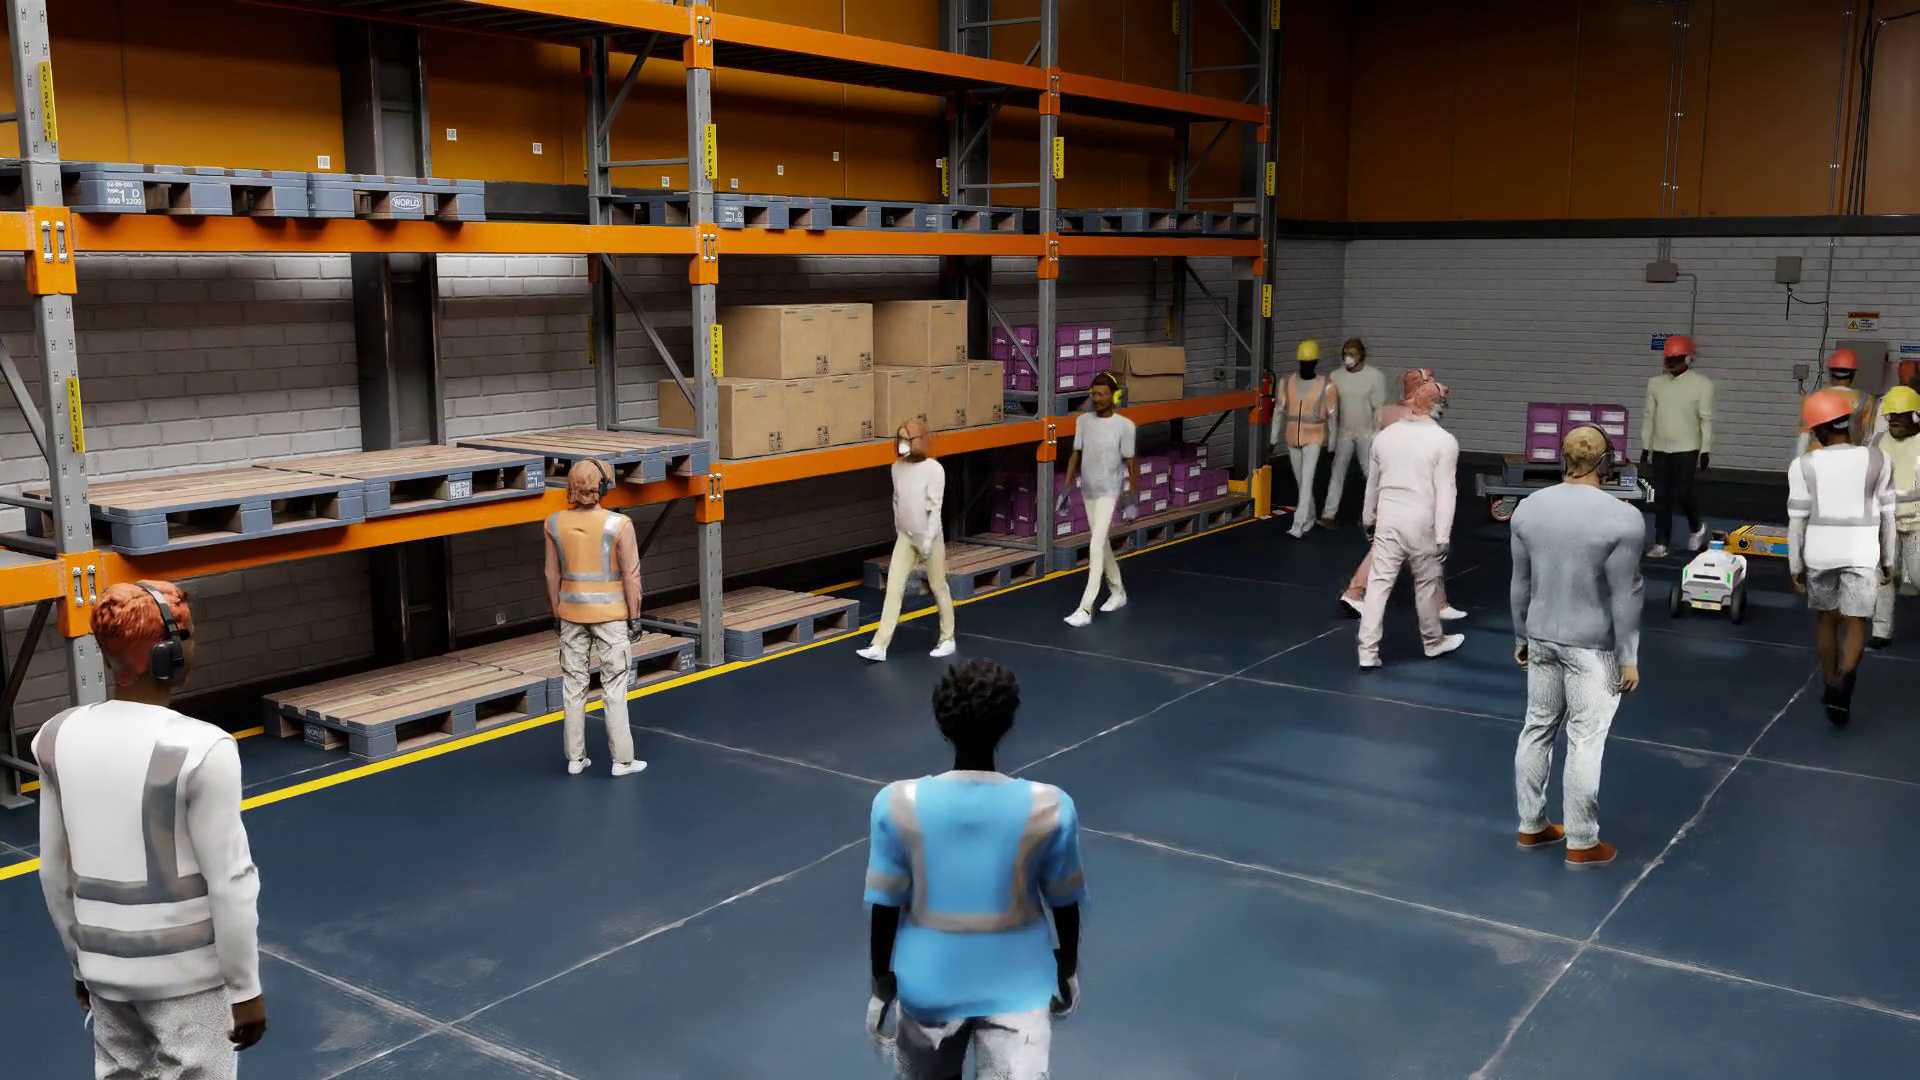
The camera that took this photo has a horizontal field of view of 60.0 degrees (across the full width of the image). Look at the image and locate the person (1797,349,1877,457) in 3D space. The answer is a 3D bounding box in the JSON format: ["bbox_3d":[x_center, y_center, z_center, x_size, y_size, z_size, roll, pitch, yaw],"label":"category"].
[{"bbox_3d":[7.310,-0.635,13.831,0.570,1.892,0.972,7,12,37],"label":"person"}]

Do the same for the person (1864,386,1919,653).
[{"bbox_3d":[6.435,-0.145,11.235,0.764,1.801,0.608,-6,11,-32],"label":"person"}]

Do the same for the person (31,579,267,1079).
[{"bbox_3d":[-1.913,1.028,3.991,0.574,1.882,0.358,3,10,19],"label":"person"}]

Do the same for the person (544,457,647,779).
[{"bbox_3d":[-1.851,0.402,8.435,0.512,1.641,0.307,2,10,12],"label":"person"}]

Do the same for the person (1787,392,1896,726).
[{"bbox_3d":[5.006,0.106,9.481,0.587,1.883,0.842,5,11,29],"label":"person"}]

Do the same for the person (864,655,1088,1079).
[{"bbox_3d":[0.046,1.102,4.222,0.551,1.641,0.886,1,10,4],"label":"person"}]

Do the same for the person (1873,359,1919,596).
[{"bbox_3d":[7.431,-0.485,13.060,0.770,1.854,0.599,1,10,6],"label":"person"}]

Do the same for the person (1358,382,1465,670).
[{"bbox_3d":[2.916,-0.091,10.728,0.979,1.843,0.777,-8,13,-41],"label":"person"}]

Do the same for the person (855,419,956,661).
[{"bbox_3d":[-0.326,0.018,10.857,0.510,1.593,0.828,8,13,40],"label":"person"}]

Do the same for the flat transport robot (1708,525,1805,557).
[{"bbox_3d":[7.424,0.044,14.640,1.431,0.197,0.652,7,12,35],"label":"flat transport robot"}]

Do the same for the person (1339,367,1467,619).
[{"bbox_3d":[3.236,-0.324,12.084,0.944,1.868,0.650,-3,10,-15],"label":"person"}]

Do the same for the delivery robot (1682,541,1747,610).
[{"bbox_3d":[5.579,0.250,12.290,0.477,0.478,0.707,6,11,33],"label":"delivery robot"}]

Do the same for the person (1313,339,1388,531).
[{"bbox_3d":[3.842,-1.015,16.186,0.632,1.876,0.982,7,12,35],"label":"person"}]

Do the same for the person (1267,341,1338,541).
[{"bbox_3d":[3.274,-0.955,15.836,0.593,1.873,1.007,7,12,34],"label":"person"}]

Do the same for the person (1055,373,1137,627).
[{"bbox_3d":[1.015,-0.316,12.187,0.525,1.824,0.946,9,13,42],"label":"person"}]

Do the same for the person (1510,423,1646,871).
[{"bbox_3d":[2.668,0.459,7.230,0.371,1.934,0.630,-6,11,-34],"label":"person"}]

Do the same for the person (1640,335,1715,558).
[{"bbox_3d":[6.345,-0.823,14.719,0.515,1.982,0.614,-8,12,-38],"label":"person"}]
